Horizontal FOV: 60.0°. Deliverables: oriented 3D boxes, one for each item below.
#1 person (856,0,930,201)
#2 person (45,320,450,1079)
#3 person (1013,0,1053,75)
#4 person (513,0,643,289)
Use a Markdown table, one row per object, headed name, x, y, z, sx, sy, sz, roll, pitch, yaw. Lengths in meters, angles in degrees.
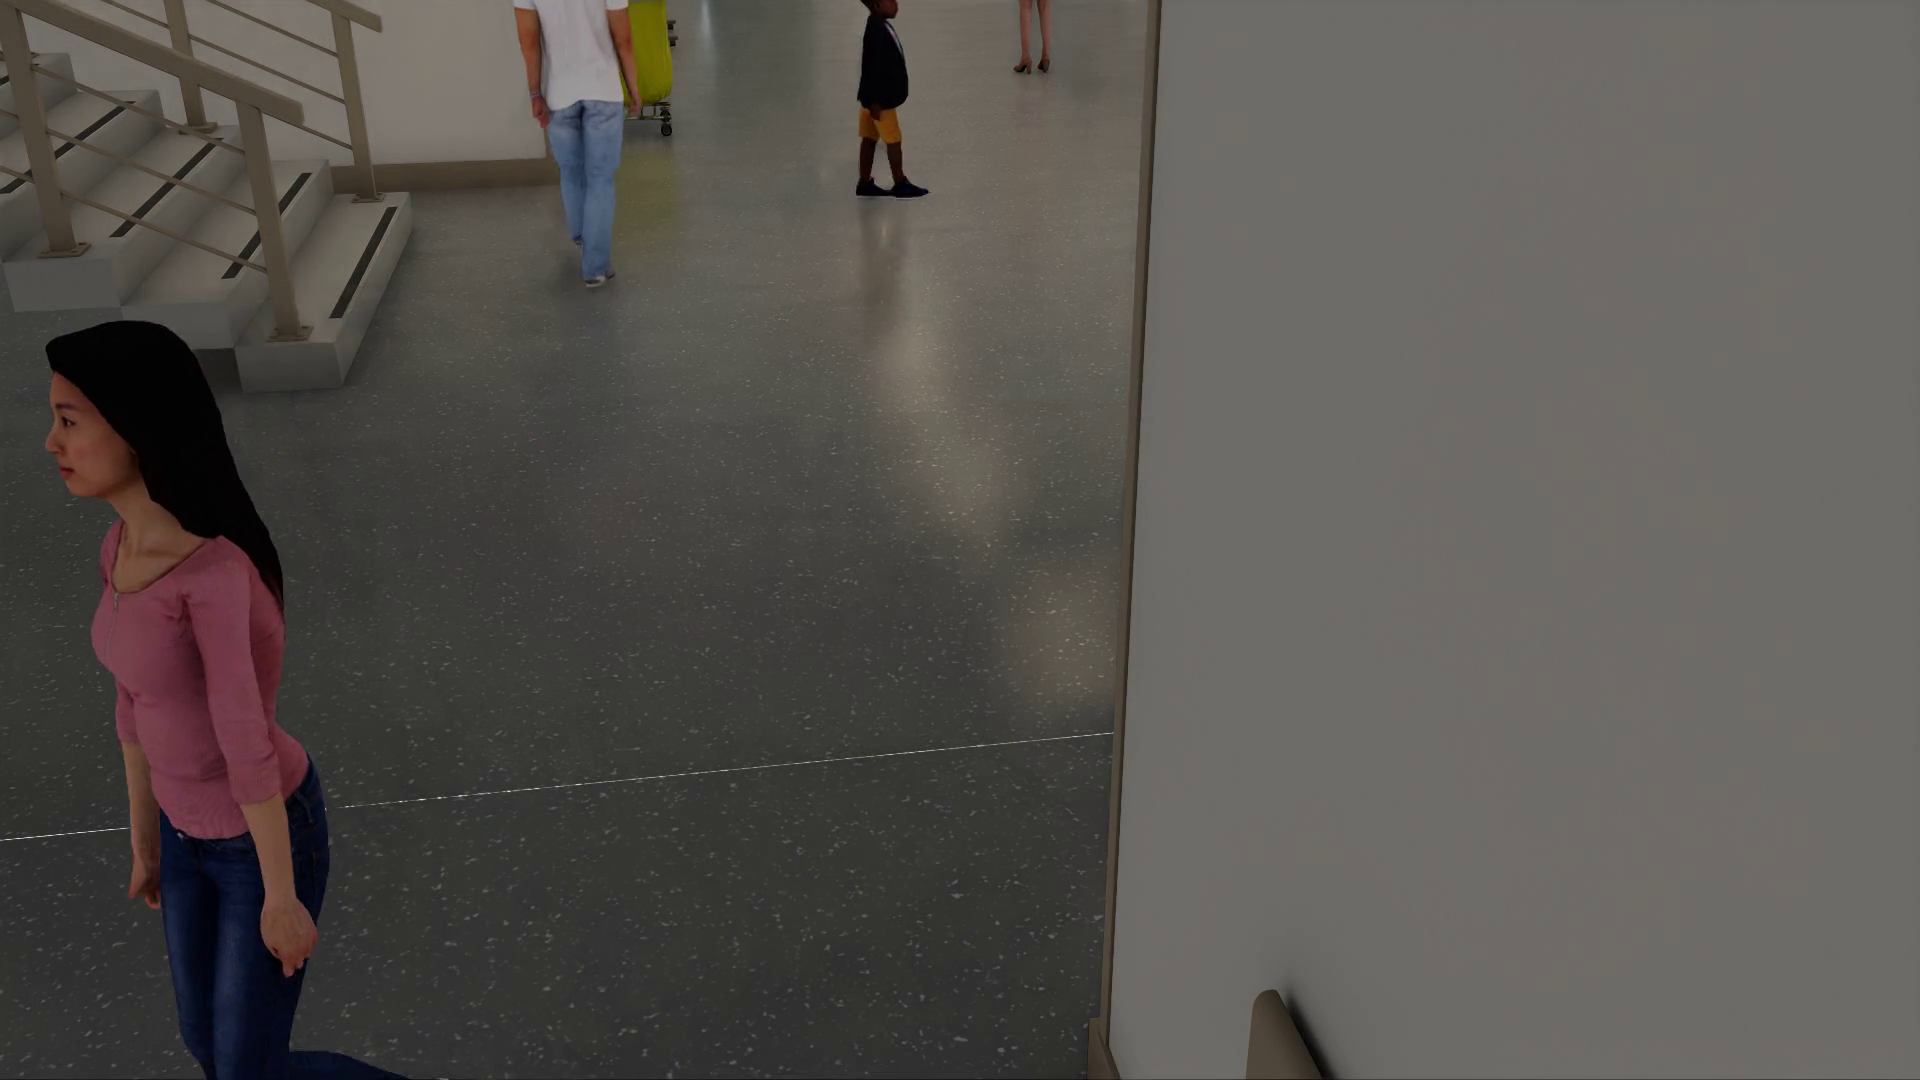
| name | x | y | z | sx | sy | sz | roll | pitch | yaw |
| --- | --- | --- | --- | --- | --- | --- | --- | --- | --- |
| person | -0.531 | -2.587 | 9.604 | 0.673 | 1.261 | 0.568 | -2 | 26 | -3 |
| person | -1.126 | 0.479 | 2.699 | 0.838 | 1.735 | 0.909 | 21 | 33 | 37 |
| person | 0.597 | -4.643 | 13.320 | 0.544 | 1.736 | 0.700 | -10 | 27 | -19 |
| person | -1.827 | -2.117 | 7.972 | 1.022 | 1.832 | 0.890 | 2 | 26 | 4 |
